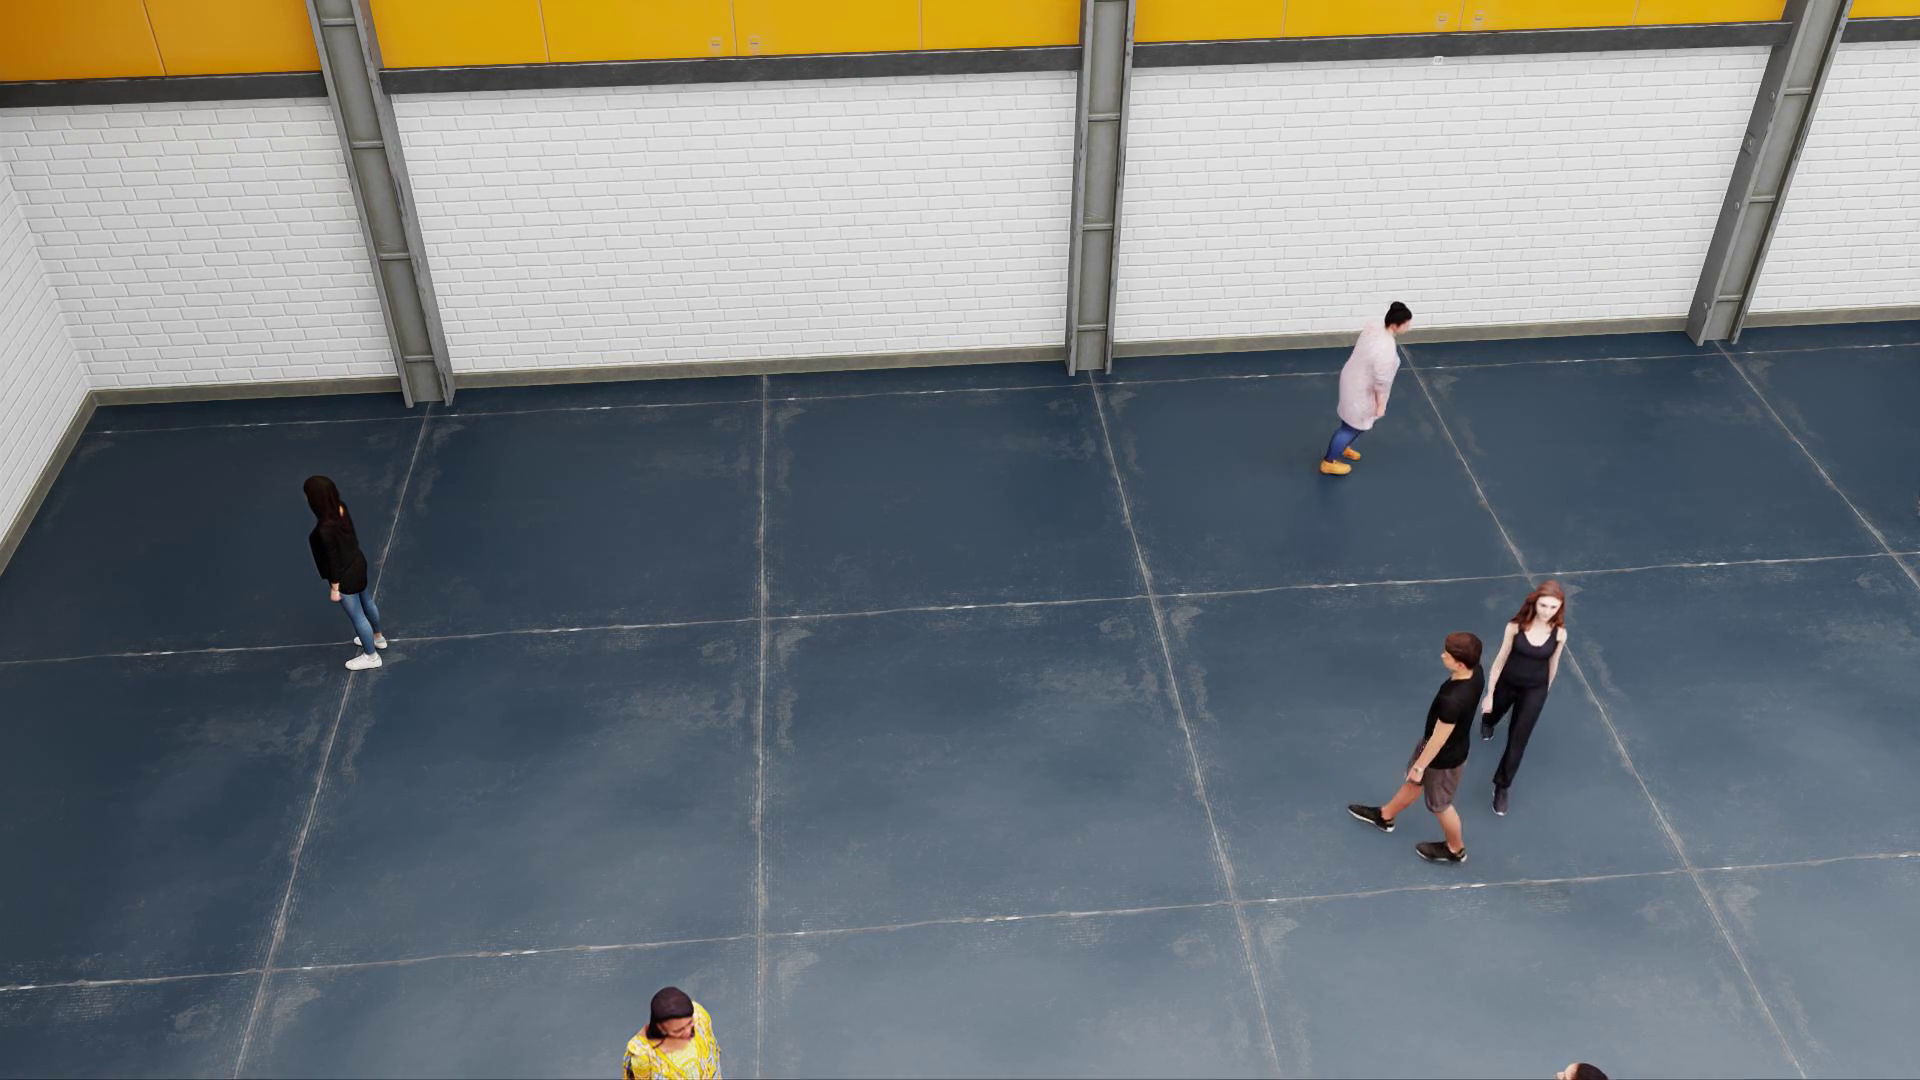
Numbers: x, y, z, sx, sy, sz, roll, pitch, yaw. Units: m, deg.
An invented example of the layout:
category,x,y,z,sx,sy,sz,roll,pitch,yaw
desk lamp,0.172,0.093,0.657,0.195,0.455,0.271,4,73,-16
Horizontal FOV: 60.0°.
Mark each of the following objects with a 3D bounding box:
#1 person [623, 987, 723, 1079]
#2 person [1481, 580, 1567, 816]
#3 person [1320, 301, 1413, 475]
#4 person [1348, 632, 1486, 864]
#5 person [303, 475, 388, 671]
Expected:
category,x,y,z,sx,sy,sz,roll,pitch,yaw
person,-1.442,2.843,8.555,0.878,1.651,0.943,-31,48,-33
person,3.661,0.900,10.939,1.151,1.712,0.892,9,39,11
person,3.242,-1.254,13.641,0.780,1.706,0.750,-2,39,-3
person,3.064,1.326,10.308,1.164,1.834,1.003,16,41,19
person,-4.373,0.214,11.851,0.526,1.647,0.570,-1,39,-1
